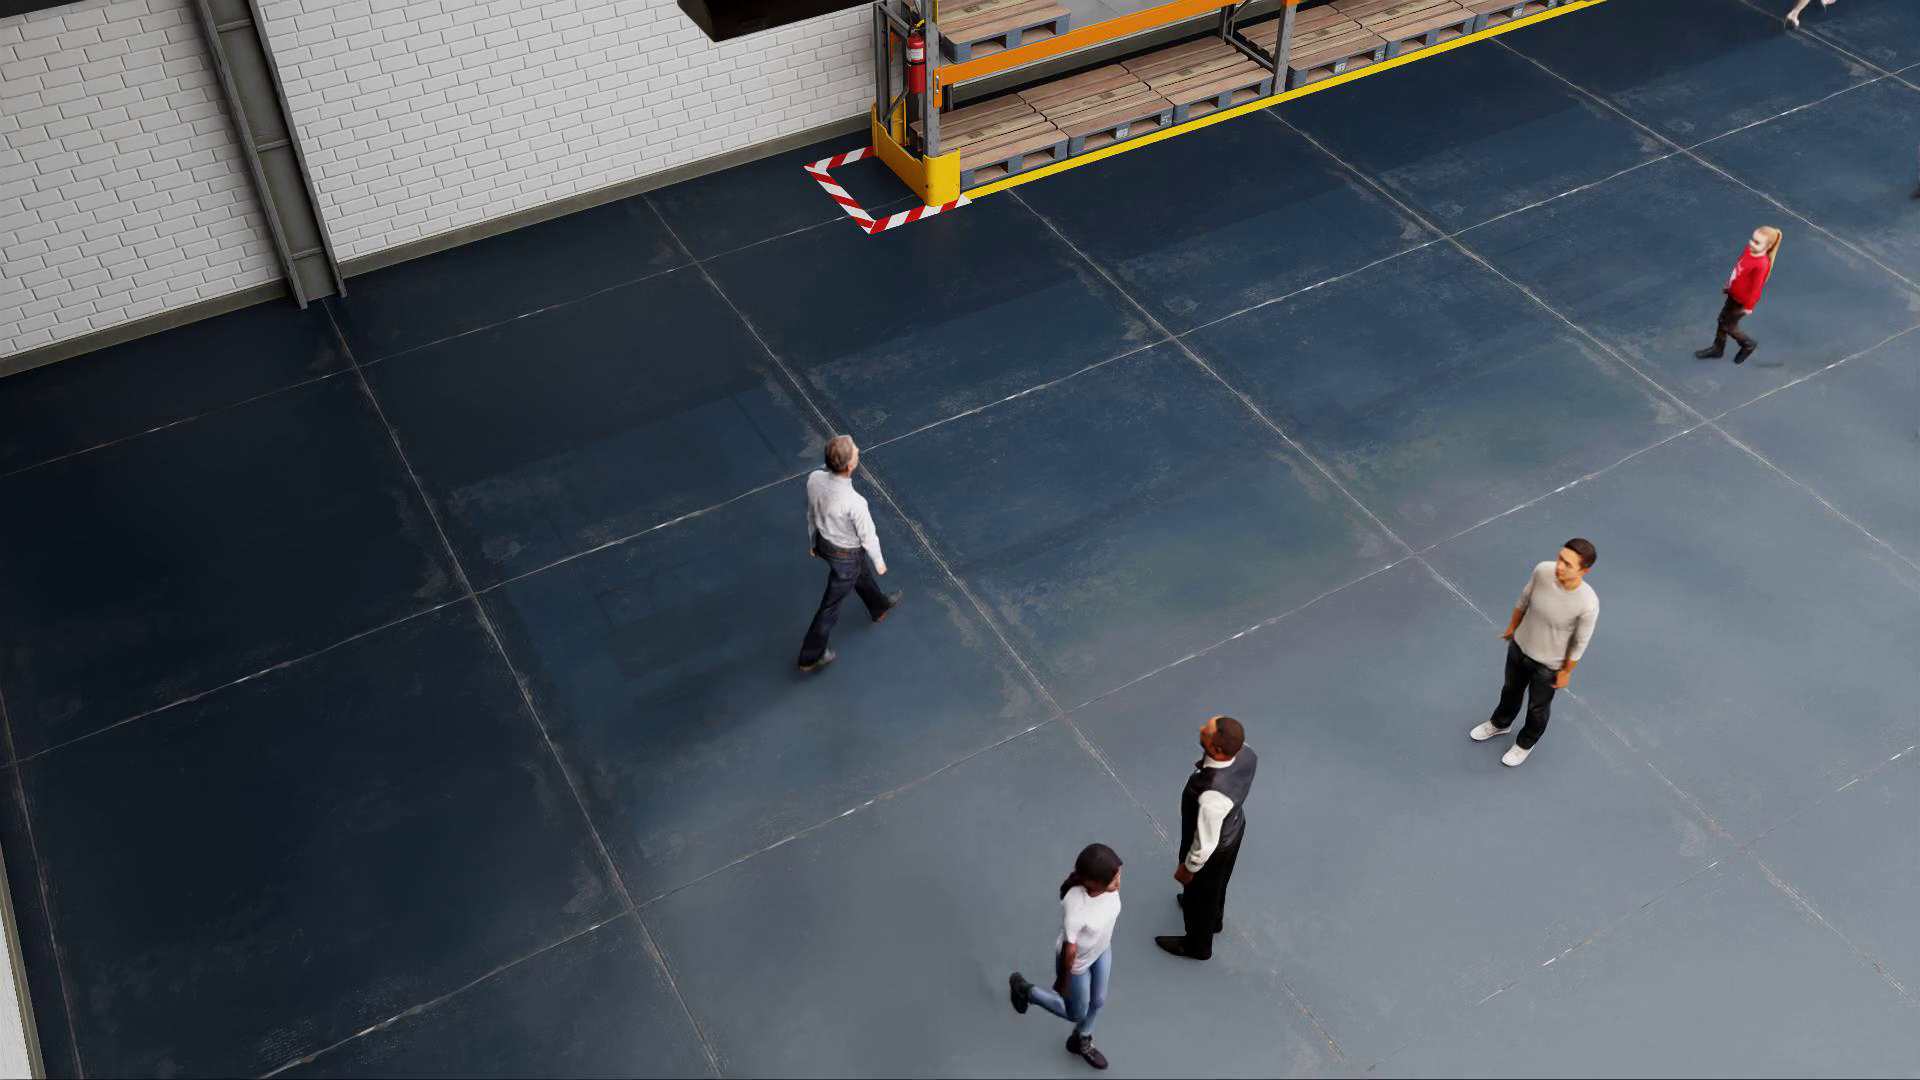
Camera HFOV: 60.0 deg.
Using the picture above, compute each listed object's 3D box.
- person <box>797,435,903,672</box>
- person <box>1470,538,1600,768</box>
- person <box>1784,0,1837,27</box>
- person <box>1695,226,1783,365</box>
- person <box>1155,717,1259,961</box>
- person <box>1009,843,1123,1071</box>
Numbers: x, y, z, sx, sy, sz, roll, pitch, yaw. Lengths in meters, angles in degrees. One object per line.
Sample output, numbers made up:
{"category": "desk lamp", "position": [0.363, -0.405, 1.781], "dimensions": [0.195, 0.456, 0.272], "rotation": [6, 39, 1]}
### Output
{"category": "person", "position": [-0.814, 0.115, 10.662], "dimensions": [1.256, 1.773, 0.866], "rotation": [-34, 53, -30]}
{"category": "person", "position": [3.536, 0.653, 10.069], "dimensions": [0.540, 1.811, 0.654], "rotation": [-23, 48, -22]}
{"category": "person", "position": [9.017, -6.115, 17.298], "dimensions": [1.033, 1.640, 0.597], "rotation": [-24, 49, -23]}
{"category": "person", "position": [6.246, -1.933, 13.175], "dimensions": [0.745, 1.272, 0.655], "rotation": [1, 44, 1]}
{"category": "person", "position": [1.363, 1.608, 8.990], "dimensions": [0.840, 1.918, 0.718], "rotation": [21, 47, 20]}
{"category": "person", "position": [0.574, 2.111, 8.618], "dimensions": [0.860, 1.704, 0.908], "rotation": [32, 52, 29]}
